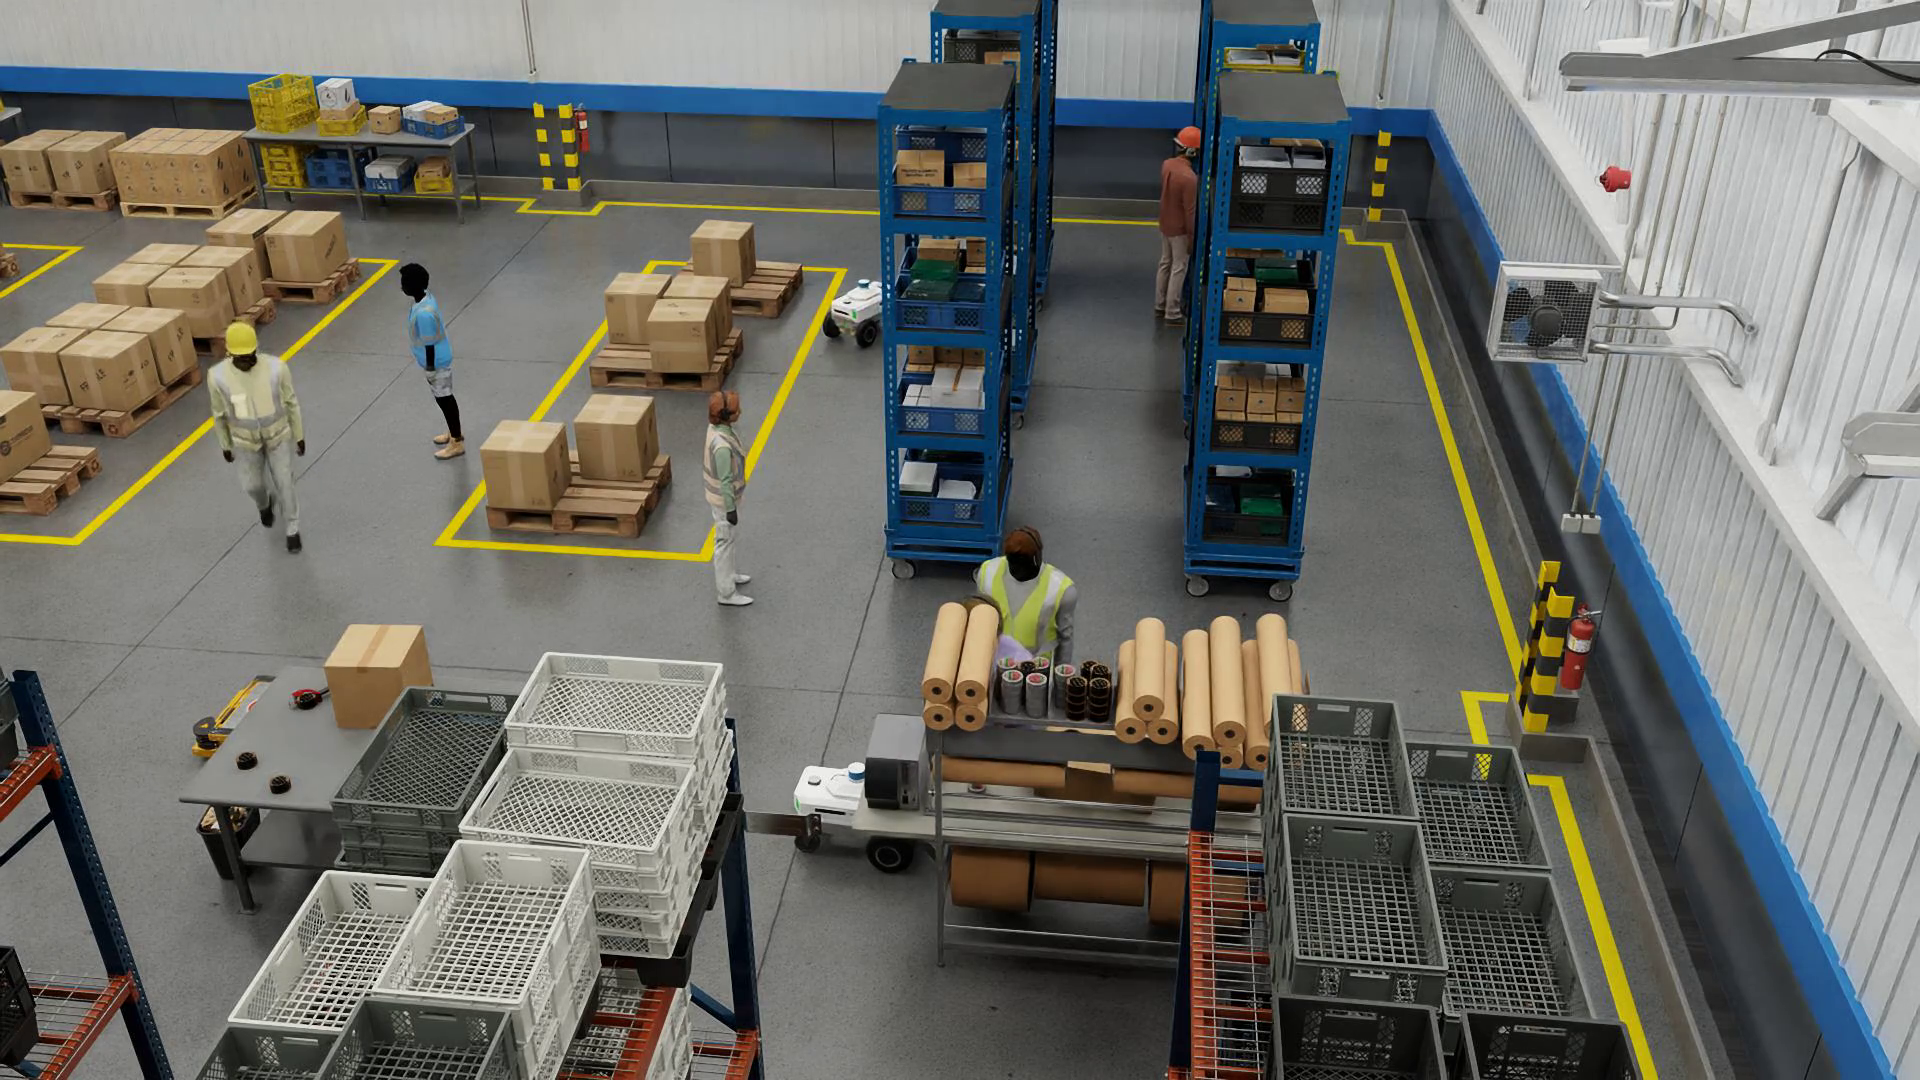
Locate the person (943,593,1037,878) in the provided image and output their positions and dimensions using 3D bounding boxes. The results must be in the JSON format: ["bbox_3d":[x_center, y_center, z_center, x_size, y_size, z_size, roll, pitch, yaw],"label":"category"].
[{"bbox_3d":[0.138,1.099,9.124,0.629,1.931,0.369,18,35,28],"label":"person"}]

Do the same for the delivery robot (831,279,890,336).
[{"bbox_3d":[-0.936,-2.302,16.231,0.477,0.478,0.707,20,36,30],"label":"delivery robot"}]

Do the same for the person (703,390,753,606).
[{"bbox_3d":[-1.658,-0.306,11.829,0.315,1.632,0.520,-5,31,-9],"label":"person"}]

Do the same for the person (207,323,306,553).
[{"bbox_3d":[-5.248,-0.794,12.486,0.608,1.811,0.575,-12,32,-20],"label":"person"}]

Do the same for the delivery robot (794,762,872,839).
[{"bbox_3d":[-0.595,1.515,9.674,0.707,0.478,0.477,6,31,10],"label":"delivery robot"}]

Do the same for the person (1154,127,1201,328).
[{"bbox_3d":[2.146,-3.039,16.185,0.411,1.981,0.625,-11,32,-18],"label":"person"}]

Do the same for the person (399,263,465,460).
[{"bbox_3d":[-4.384,-1.502,13.824,0.320,1.694,0.530,-9,31,-15],"label":"person"}]

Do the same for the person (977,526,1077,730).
[{"bbox_3d":[0.352,0.737,9.830,0.619,1.845,0.430,10,32,17],"label":"person"}]
